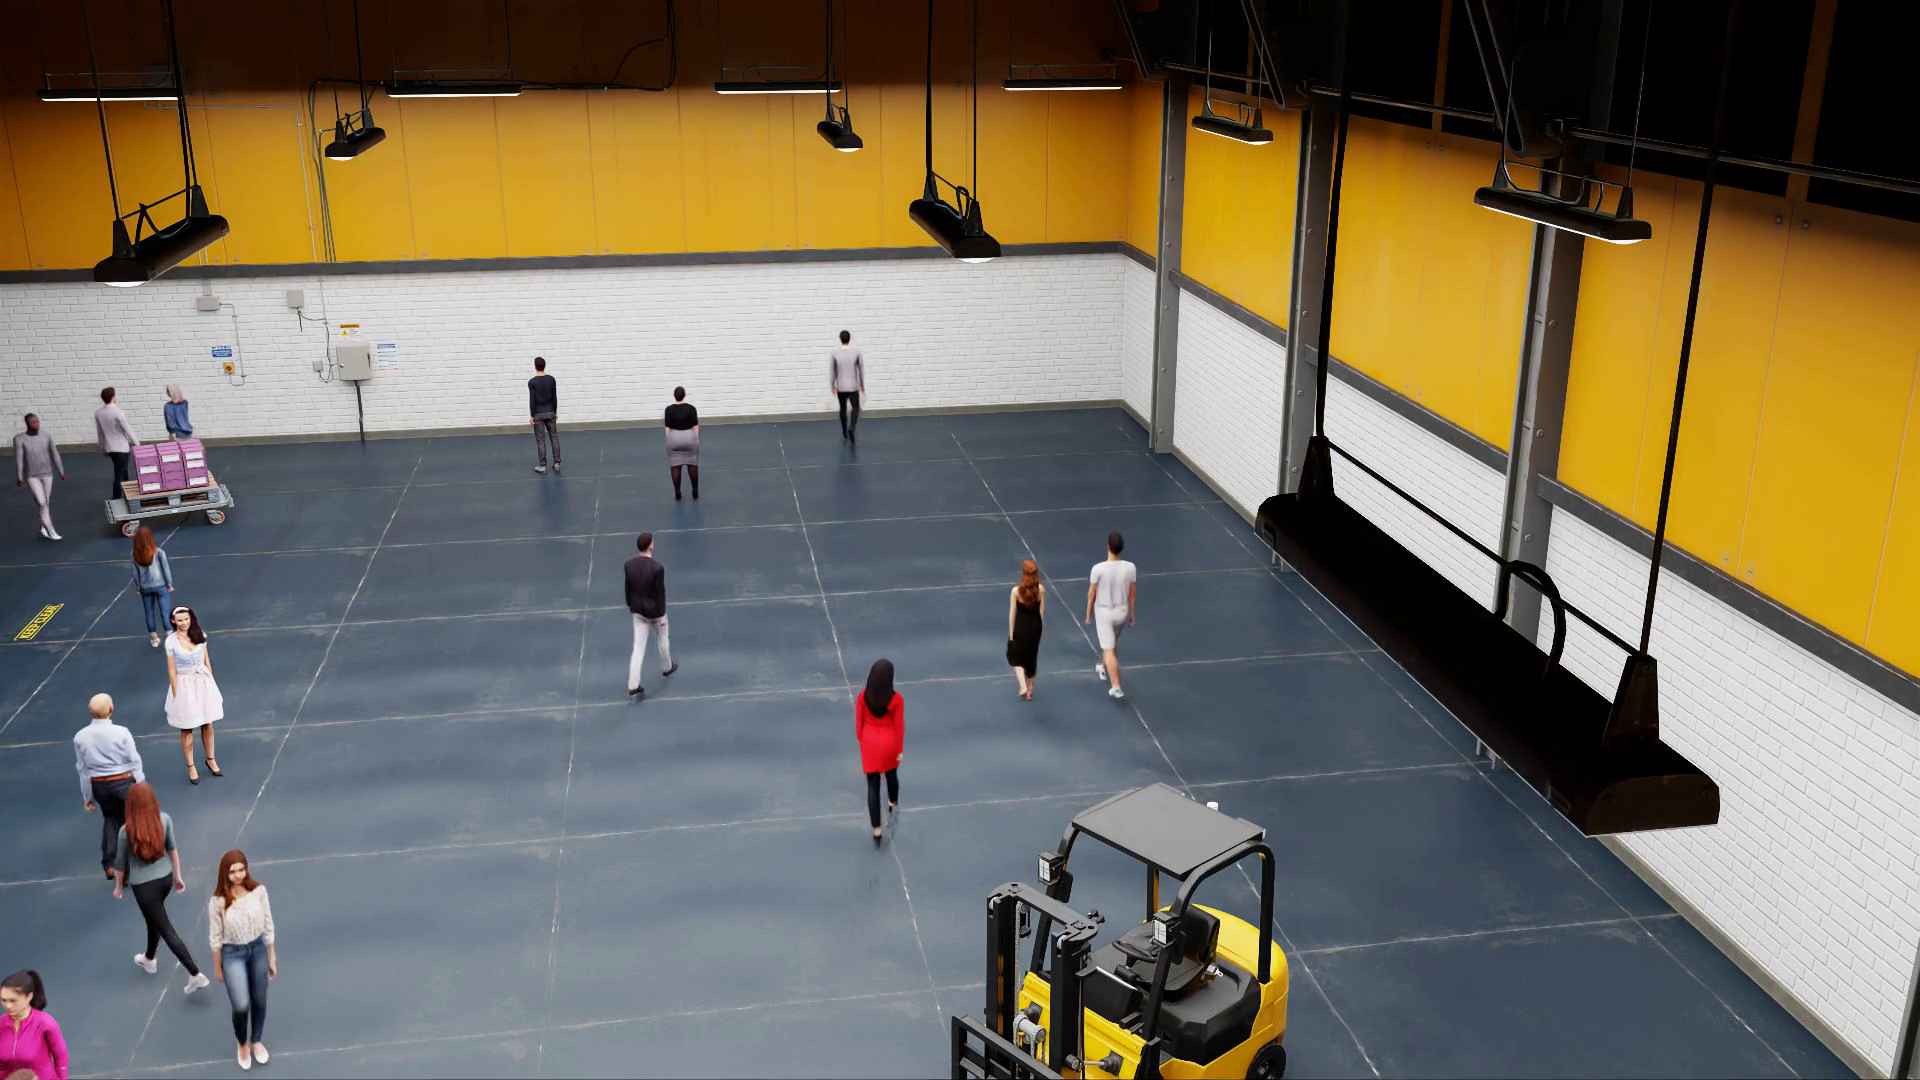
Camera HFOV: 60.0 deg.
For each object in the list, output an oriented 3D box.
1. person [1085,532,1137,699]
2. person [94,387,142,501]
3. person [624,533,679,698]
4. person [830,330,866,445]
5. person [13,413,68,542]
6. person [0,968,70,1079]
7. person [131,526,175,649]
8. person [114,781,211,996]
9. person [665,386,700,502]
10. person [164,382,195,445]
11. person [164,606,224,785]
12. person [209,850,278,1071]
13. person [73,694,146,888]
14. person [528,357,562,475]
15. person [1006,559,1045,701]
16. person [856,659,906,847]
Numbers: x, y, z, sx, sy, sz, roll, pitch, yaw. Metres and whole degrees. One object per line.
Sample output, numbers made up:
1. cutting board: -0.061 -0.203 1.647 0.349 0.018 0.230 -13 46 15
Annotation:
1. person: 1.677 0.856 18.193 0.767 1.814 1.216 -5 19 -14
2. person: -12.553 -1.323 24.647 1.005 1.823 1.141 7 20 21
3. person: -3.478 0.852 18.240 1.048 1.792 1.320 6 19 17
4. person: -1.907 -2.602 28.319 0.844 1.905 1.078 0 19 -1
5. person: -13.014 -0.900 23.413 1.130 1.810 1.068 13 23 34
6. person: -5.839 3.489 10.555 0.632 1.699 0.619 0 19 1
7. person: -9.524 0.550 19.630 0.564 1.477 0.500 -2 19 -6
8. person: -6.166 2.725 12.820 1.167 1.700 1.140 11 21 29
9. person: -4.198 -1.466 25.175 0.679 1.758 0.638 -2 19 -5
10. person: -11.974 -1.599 25.727 1.040 1.657 1.102 6 20 18
11. person: -7.516 1.496 16.283 0.909 1.818 0.856 16 24 40
12. person: -5.187 2.977 12.047 0.673 1.716 0.704 -12 22 -32
13. person: -7.284 2.192 14.281 0.658 1.779 0.694 -2 19 -7
14. person: -6.644 -2.004 26.595 0.710 1.871 0.709 -14 23 -36
15. person: 0.754 1.012 18.041 0.605 1.614 0.698 -6 19 -17
16. person: -0.741 1.954 15.111 0.811 1.699 1.120 2 19 5
